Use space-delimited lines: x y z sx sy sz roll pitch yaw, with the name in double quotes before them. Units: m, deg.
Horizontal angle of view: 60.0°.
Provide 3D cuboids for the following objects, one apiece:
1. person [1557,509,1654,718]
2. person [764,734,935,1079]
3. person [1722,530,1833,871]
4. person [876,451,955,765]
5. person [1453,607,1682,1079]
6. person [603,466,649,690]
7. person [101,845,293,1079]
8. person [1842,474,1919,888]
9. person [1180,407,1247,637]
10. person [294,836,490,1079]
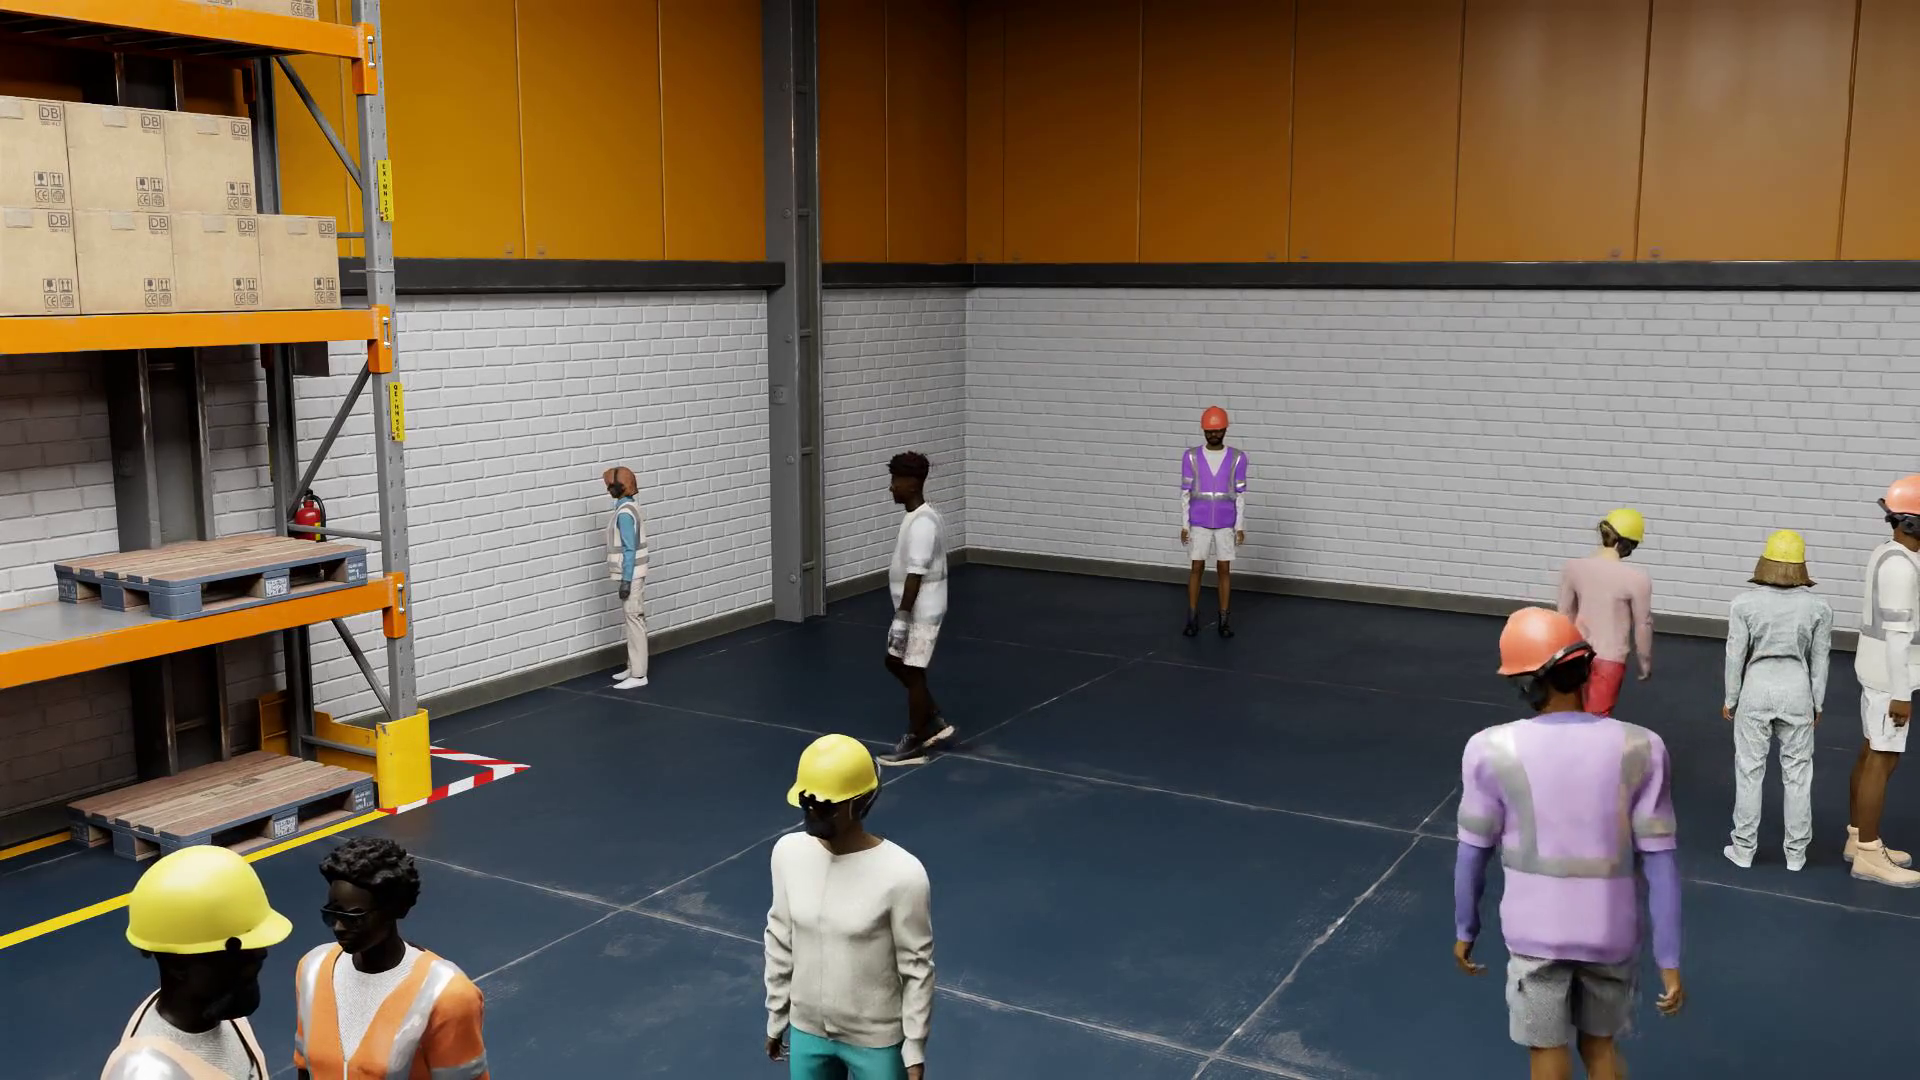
"person" 3.653 0.670 9.513 0.844 1.705 0.539 -7 12 -38
"person" -0.331 1.403 4.727 0.532 1.765 0.328 5 10 26
"person" 4.143 0.812 8.478 0.487 1.744 0.312 3 9 17
"person" -0.294 0.424 10.236 0.435 1.954 0.637 -1 9 -8
"person" 1.867 1.215 5.172 0.641 1.993 0.595 1 9 9
"person" -2.429 0.272 12.177 0.314 1.638 0.515 -1 9 -9
"person" -1.493 1.542 3.352 0.377 1.925 0.594 -2 9 -15
"person" 4.686 0.688 8.314 0.381 2.045 0.605 4 10 23
"person" 2.110 -0.144 13.879 0.554 1.934 0.377 1 9 7
"person" -1.400 1.541 4.074 0.537 1.696 0.317 3 10 17
